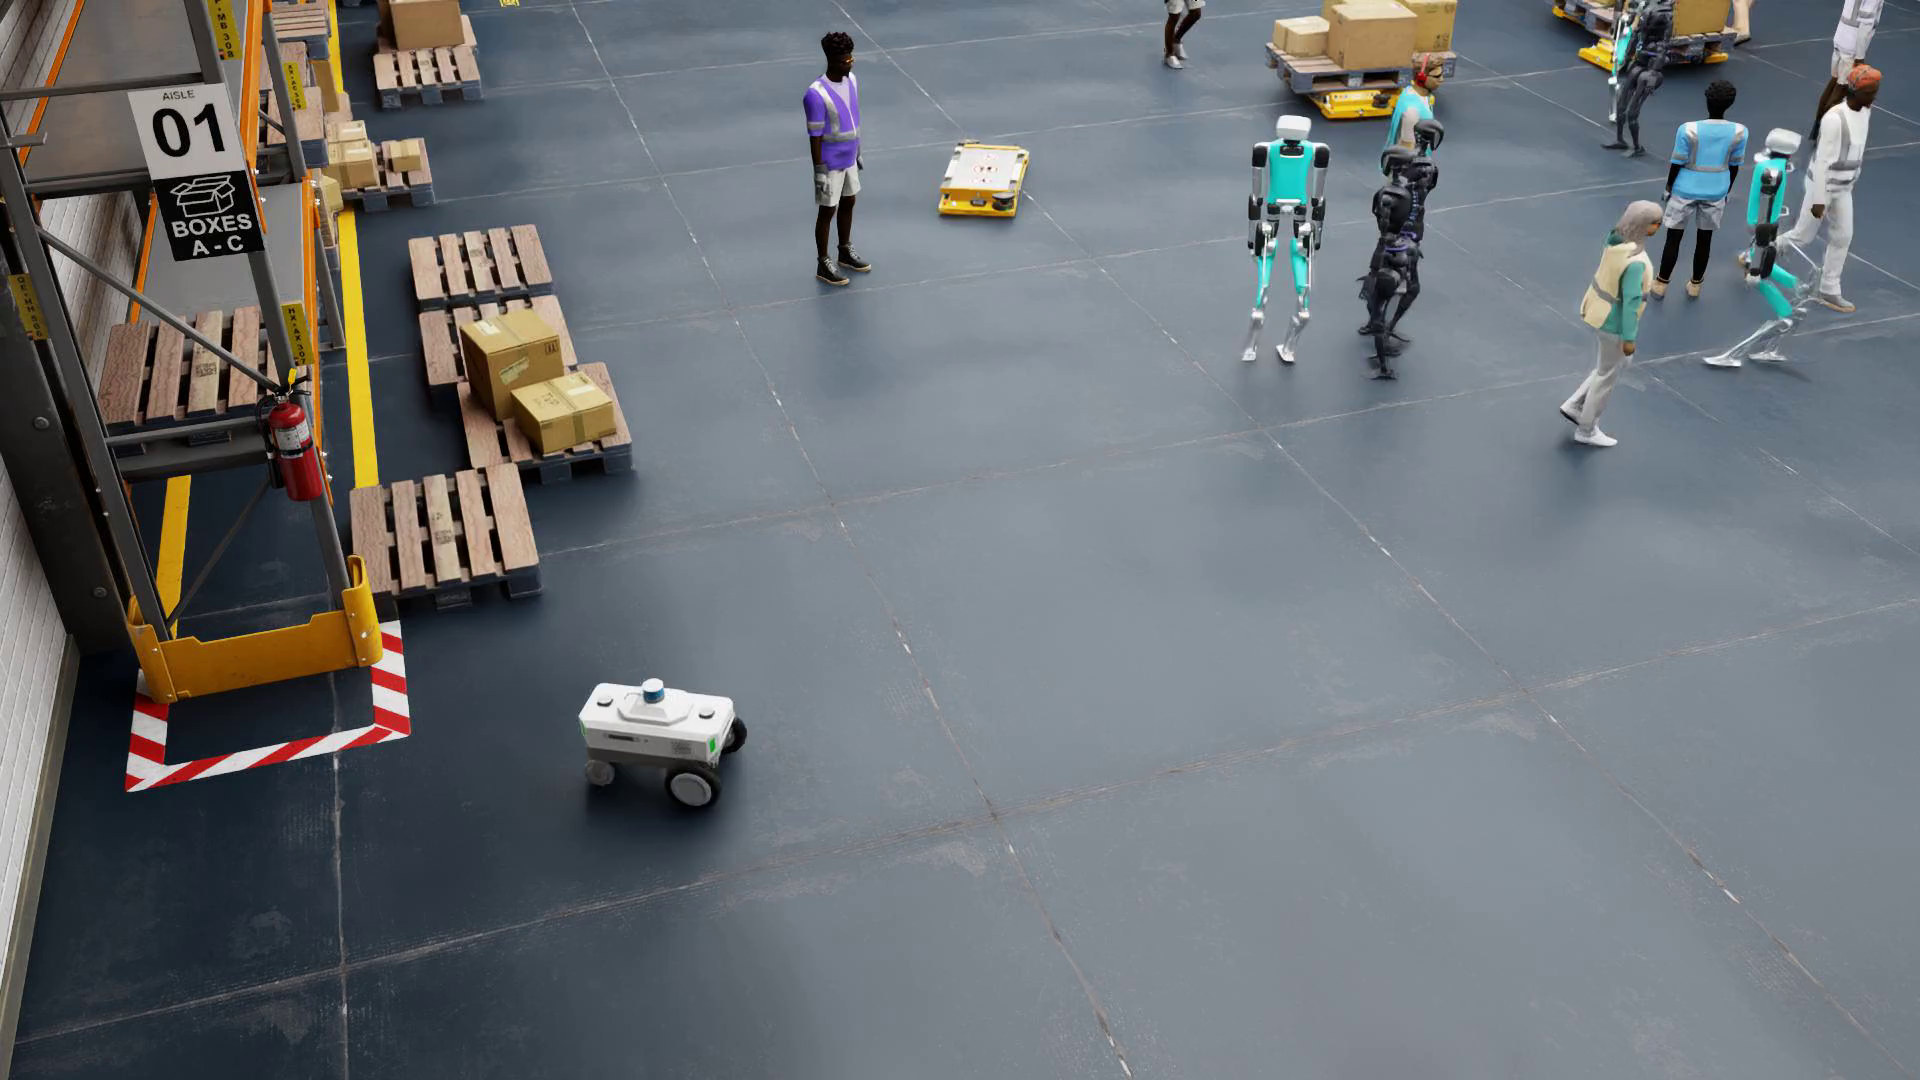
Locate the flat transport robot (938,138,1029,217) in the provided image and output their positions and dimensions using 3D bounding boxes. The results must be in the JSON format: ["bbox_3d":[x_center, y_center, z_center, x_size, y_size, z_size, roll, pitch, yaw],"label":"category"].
[{"bbox_3d":[0.226,-3.229,14.810,0.659,0.231,1.431,4,33,6],"label":"flat transport robot"}]

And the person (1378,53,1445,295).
[{"bbox_3d":[3.395,-2.810,12.724,0.382,1.844,0.564,9,34,14],"label":"person"}]

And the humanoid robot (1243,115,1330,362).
[{"bbox_3d":[2.258,-2.015,11.565,0.537,1.749,0.685,3,33,5],"label":"humanoid robot"}]

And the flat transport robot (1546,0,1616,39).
[{"bbox_3d":[7.434,-5.907,18.918,0.659,0.231,1.431,-8,34,-12],"label":"flat transport robot"}]

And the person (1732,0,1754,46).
[{"bbox_3d":[8.726,-6.268,18.221,0.540,1.636,0.672,-7,34,-10],"label":"person"}]

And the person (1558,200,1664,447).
[{"bbox_3d":[4.194,-1.372,10.653,0.442,1.693,0.491,3,33,5],"label":"person"}]

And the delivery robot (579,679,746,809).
[{"bbox_3d":[-1.460,0.937,8.139,0.747,0.572,0.499,6,34,9],"label":"delivery robot"}]

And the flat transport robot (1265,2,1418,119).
[{"bbox_3d":[3.825,-4.616,16.938,0.659,0.231,1.431,-5,33,-8],"label":"flat transport robot"}]

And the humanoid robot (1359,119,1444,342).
[{"bbox_3d":[3.188,-2.228,11.994,0.384,1.642,0.584,0,33,0],"label":"humanoid robot"}]

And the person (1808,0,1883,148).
[{"bbox_3d":[8.278,-4.577,15.363,0.383,1.929,0.541,5,34,8],"label":"person"}]

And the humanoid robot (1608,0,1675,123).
[{"bbox_3d":[6.436,-4.780,15.872,0.532,1.832,0.665,16,37,23],"label":"humanoid robot"}]

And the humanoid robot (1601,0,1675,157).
[{"bbox_3d":[6.243,-4.325,15.210,0.375,1.663,0.601,-5,33,-7],"label":"humanoid robot"}]

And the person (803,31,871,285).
[{"bbox_3d":[-0.946,-2.950,12.842,0.377,1.957,0.610,18,37,25],"label":"person"}]

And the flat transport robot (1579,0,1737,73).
[{"bbox_3d":[7.499,-5.283,17.962,1.431,0.231,0.659,-10,34,-15],"label":"flat transport robot"}]

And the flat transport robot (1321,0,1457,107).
[{"bbox_3d":[4.347,-4.802,17.224,0.659,0.231,1.431,-4,33,-6],"label":"flat transport robot"}]

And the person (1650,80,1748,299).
[{"bbox_3d":[5.587,-2.634,12.593,0.531,1.692,0.319,4,33,5],"label":"person"}]

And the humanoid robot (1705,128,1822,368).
[{"bbox_3d":[5.736,-1.945,11.471,0.796,1.737,0.536,12,35,17],"label":"humanoid robot"}]

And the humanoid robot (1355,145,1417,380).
[{"bbox_3d":[2.982,-1.916,11.512,0.365,1.647,0.602,17,37,24],"label":"humanoid robot"}]

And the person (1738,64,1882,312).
[{"bbox_3d":[6.478,-2.665,12.502,0.587,1.850,0.863,-24,40,-32],"label":"person"}]

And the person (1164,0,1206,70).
[{"bbox_3d":[2.317,-5.843,17.335,0.597,1.891,0.587,-19,38,-27],"label":"person"}]
